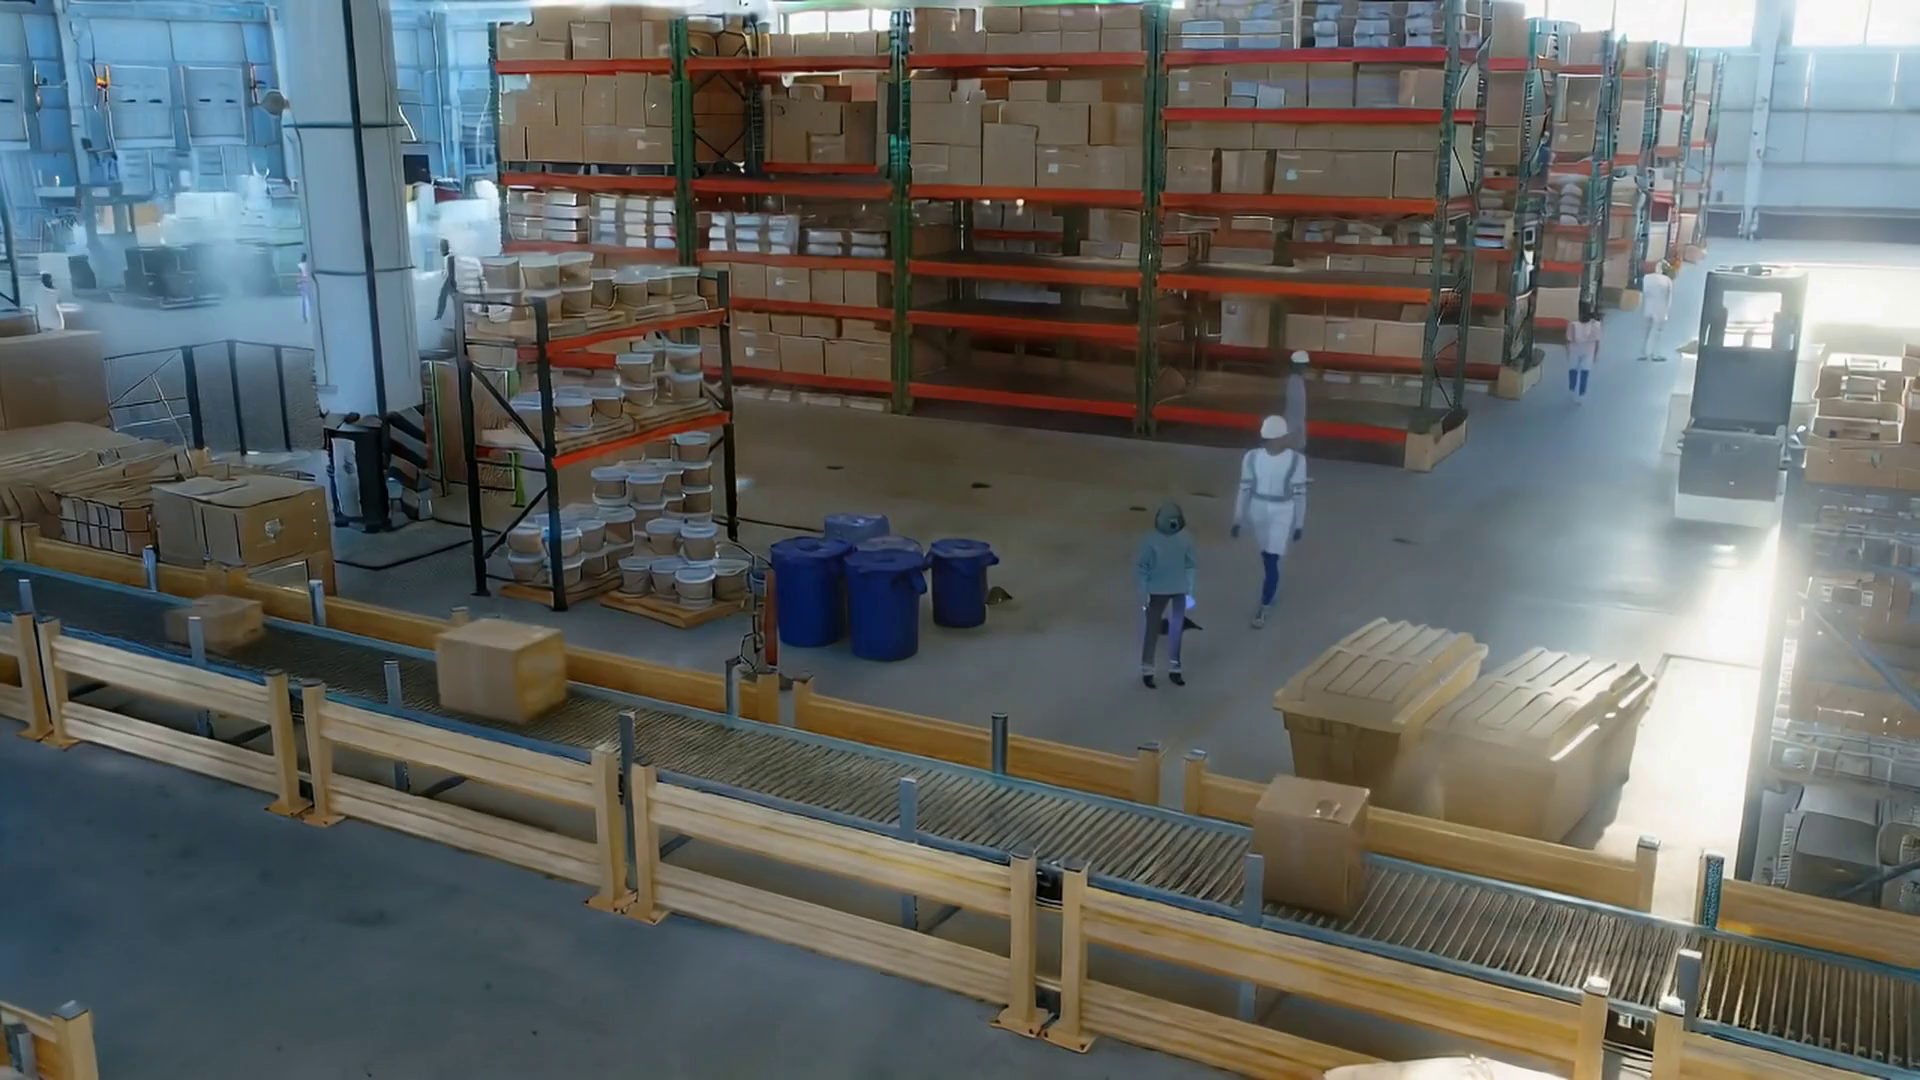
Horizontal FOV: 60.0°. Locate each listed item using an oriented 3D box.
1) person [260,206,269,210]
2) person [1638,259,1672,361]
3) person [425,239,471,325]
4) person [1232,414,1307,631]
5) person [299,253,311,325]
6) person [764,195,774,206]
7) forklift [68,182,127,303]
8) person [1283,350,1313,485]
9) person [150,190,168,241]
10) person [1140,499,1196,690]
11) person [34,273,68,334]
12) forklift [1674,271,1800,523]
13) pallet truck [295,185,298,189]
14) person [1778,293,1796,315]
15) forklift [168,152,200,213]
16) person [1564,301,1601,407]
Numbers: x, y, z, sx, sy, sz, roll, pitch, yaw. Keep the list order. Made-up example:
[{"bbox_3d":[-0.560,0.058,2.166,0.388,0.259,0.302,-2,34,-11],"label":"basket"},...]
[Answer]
[{"bbox_3d":[-19.830,-8.620,47.515,0.482,1.829,0.649,-8,17,-27],"label":"person"},{"bbox_3d":[13.059,-4.303,31.162,0.399,1.900,0.645,-8,17,-27],"label":"person"},{"bbox_3d":[-11.115,-5.575,36.013,0.986,1.864,0.593,-11,19,-36],"label":"person"},{"bbox_3d":[2.926,-0.218,15.653,0.622,1.986,1.093,9,17,29],"label":"person"},{"bbox_3d":[-14.143,-5.508,36.262,0.528,1.590,0.865,1,15,5],"label":"person"},{"bbox_3d":[-6.253,-10.270,53.721,0.655,1.826,0.446,2,15,8],"label":"person"},{"bbox_3d":[-20.676,-7.243,40.327,1.873,2.768,1.129,8,17,28],"label":"forklift"},{"bbox_3d":[4.171,-1.529,21.004,0.649,1.747,0.534,-1,15,-2],"label":"person"},{"bbox_3d":[-25.883,-10.329,53.755,0.655,1.924,0.531,6,16,23],"label":"person"},{"bbox_3d":[1.717,0.450,13.816,0.494,1.624,0.279,-5,16,-18],"label":"person"},{"bbox_3d":[-15.984,-3.773,29.333,0.565,1.823,0.775,1,15,3],"label":"person"},{"bbox_3d":[9.269,-1.763,19.726,1.129,2.768,1.873,8,17,27],"label":"forklift"},{"bbox_3d":[-26.804,-14.617,69.738,1.885,1.965,0.823,-14,20,-42],"label":"pallet truck"},{"bbox_3d":[15.638,-4.244,31.464,0.287,1.626,0.497,4,15,14],"label":"person"},{"bbox_3d":[-28.984,-13.085,62.291,1.873,2.768,1.129,8,17,28],"label":"forklift"},{"bbox_3d":[9.990,-3.017,26.744,0.539,1.679,0.660,7,16,23],"label":"person"}]
